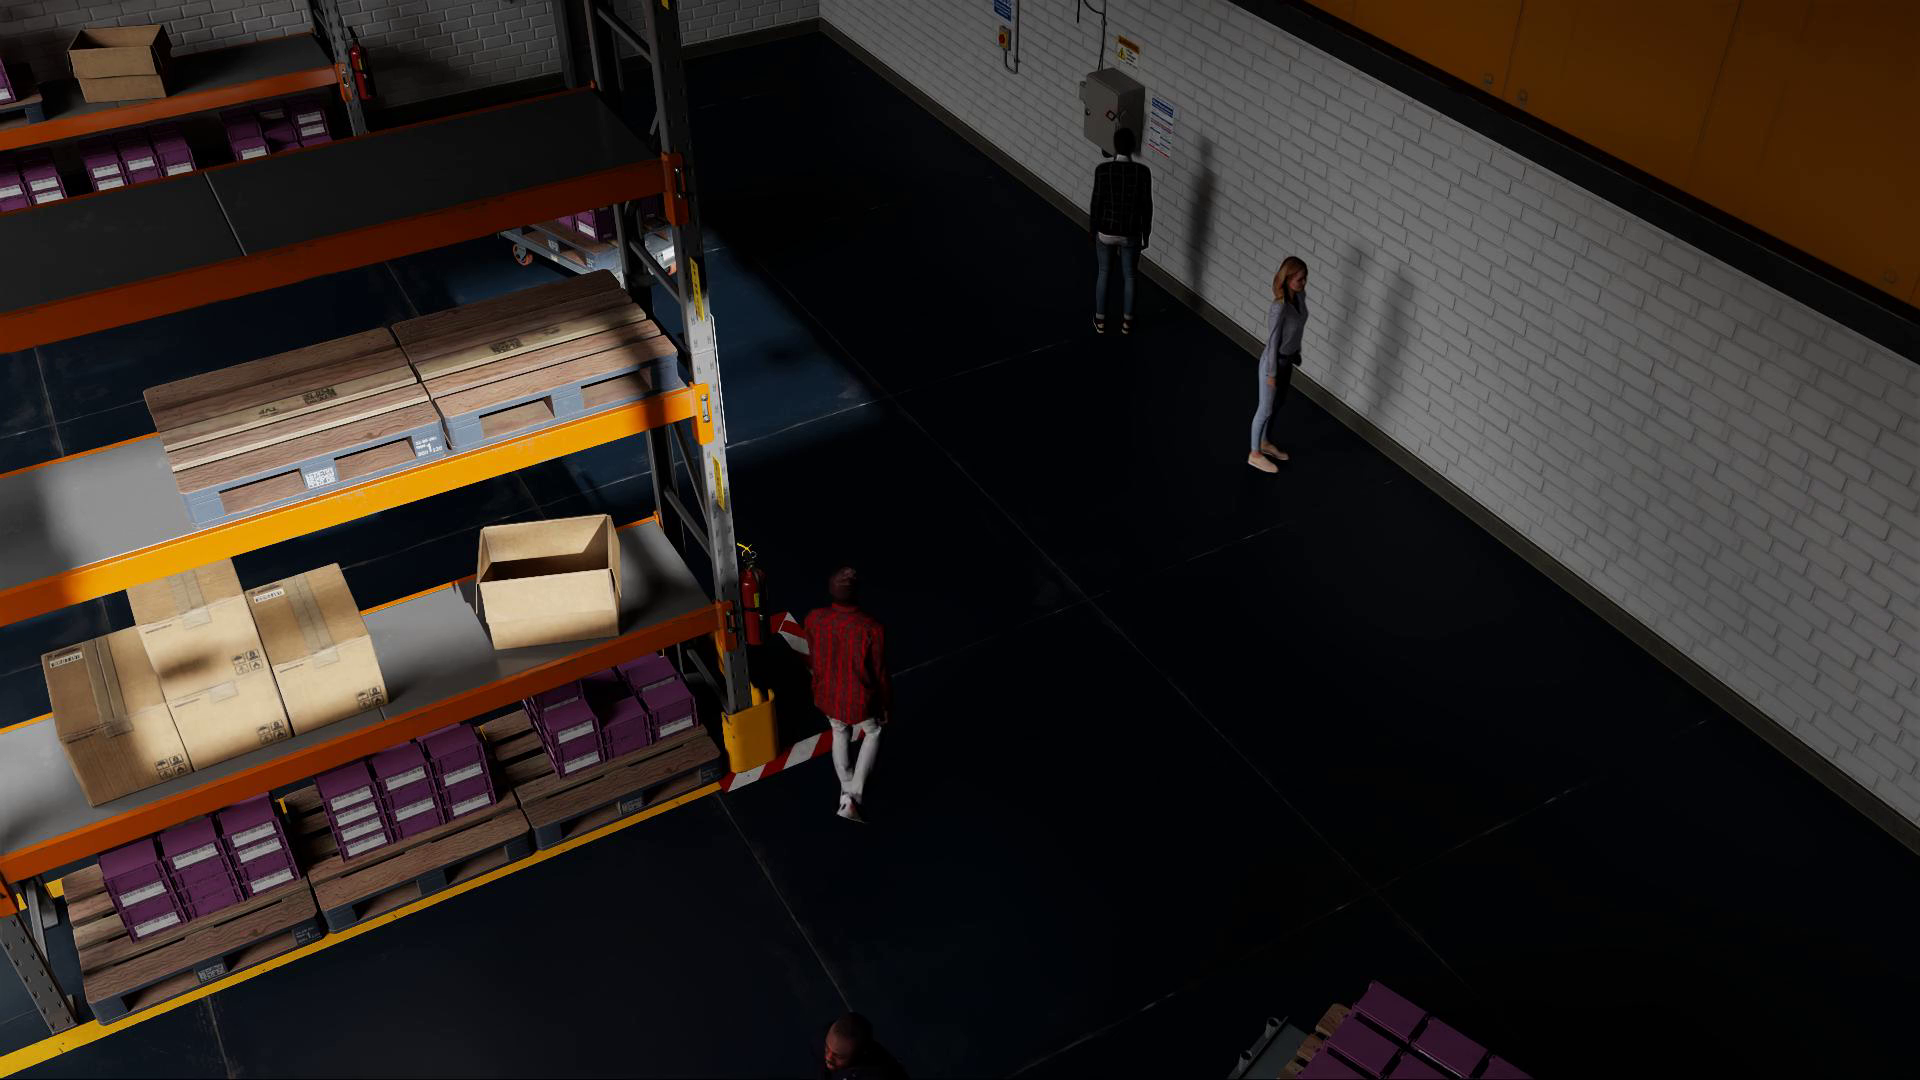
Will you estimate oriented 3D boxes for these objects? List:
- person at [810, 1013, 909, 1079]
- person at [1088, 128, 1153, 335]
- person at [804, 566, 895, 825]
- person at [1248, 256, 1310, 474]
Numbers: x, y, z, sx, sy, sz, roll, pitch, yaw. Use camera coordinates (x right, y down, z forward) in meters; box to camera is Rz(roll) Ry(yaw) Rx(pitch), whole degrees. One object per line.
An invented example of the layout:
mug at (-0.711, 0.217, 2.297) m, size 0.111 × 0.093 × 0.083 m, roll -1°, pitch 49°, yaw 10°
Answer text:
person at (-0.367, 2.628, 7.444) m, size 0.796 × 1.808 × 0.777 m, roll 29°, pitch 47°, yaw 31°
person at (1.334, -2.583, 13.960) m, size 0.698 × 1.819 × 0.804 m, roll 4°, pitch 39°, yaw 5°
person at (-0.671, 0.942, 9.559) m, size 0.929 × 1.803 × 0.990 m, roll 10°, pitch 40°, yaw 12°
person at (2.374, -1.323, 12.399) m, size 0.713 × 1.797 × 0.572 m, roll 25°, pitch 45°, yaw 28°
